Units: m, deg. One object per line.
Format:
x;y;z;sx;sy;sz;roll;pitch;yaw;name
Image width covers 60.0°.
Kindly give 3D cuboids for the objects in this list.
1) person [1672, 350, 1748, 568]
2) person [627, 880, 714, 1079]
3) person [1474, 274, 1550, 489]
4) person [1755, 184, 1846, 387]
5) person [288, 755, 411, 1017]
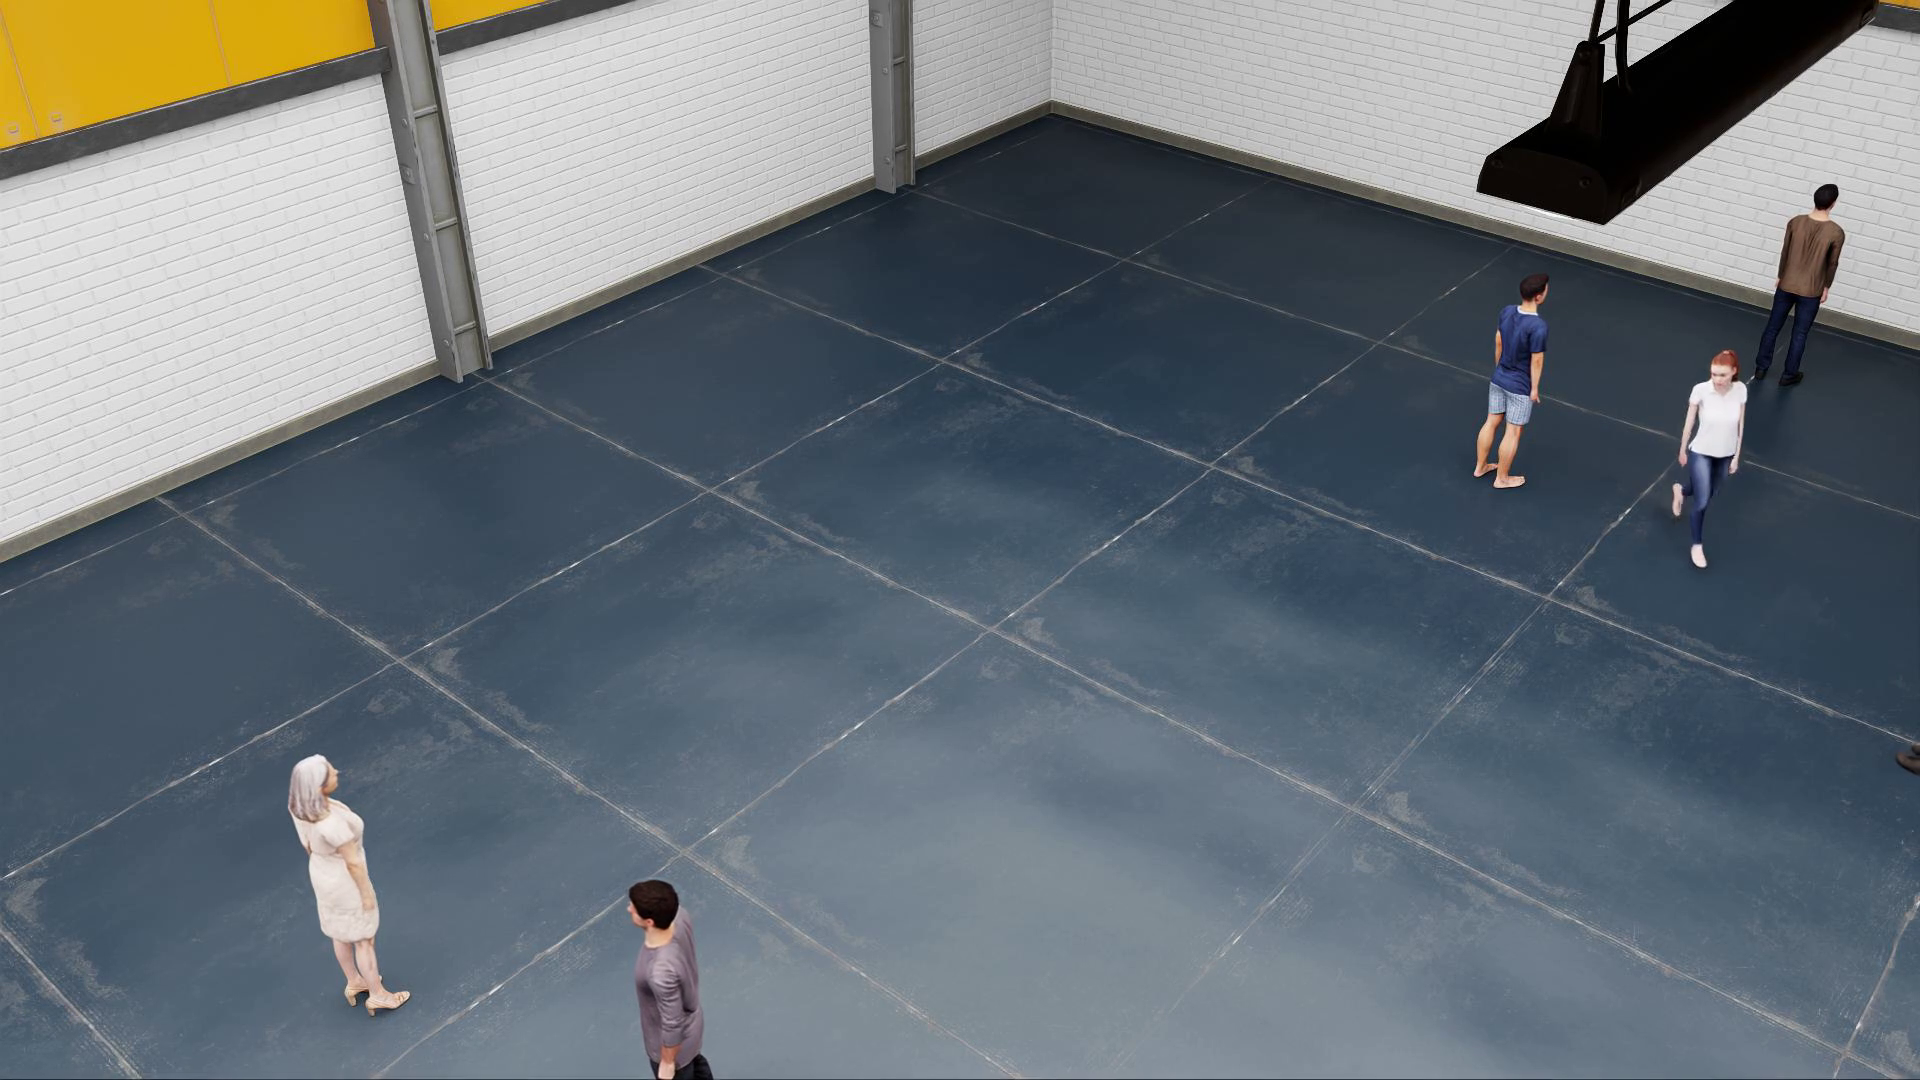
5.670;-0.684;12.642;0.984;1.707;1.091;-1;34;-1;person
-1.368;2.323;7.988;0.797;1.852;0.714;0;34;0;person
4.470;-1.288;13.424;0.664;1.848;0.688;-18;37;-25;person
7.528;-2.284;14.885;0.646;1.889;0.566;27;42;34;person
-3.277;1.840;8.819;0.599;1.735;0.554;22;40;30;person
